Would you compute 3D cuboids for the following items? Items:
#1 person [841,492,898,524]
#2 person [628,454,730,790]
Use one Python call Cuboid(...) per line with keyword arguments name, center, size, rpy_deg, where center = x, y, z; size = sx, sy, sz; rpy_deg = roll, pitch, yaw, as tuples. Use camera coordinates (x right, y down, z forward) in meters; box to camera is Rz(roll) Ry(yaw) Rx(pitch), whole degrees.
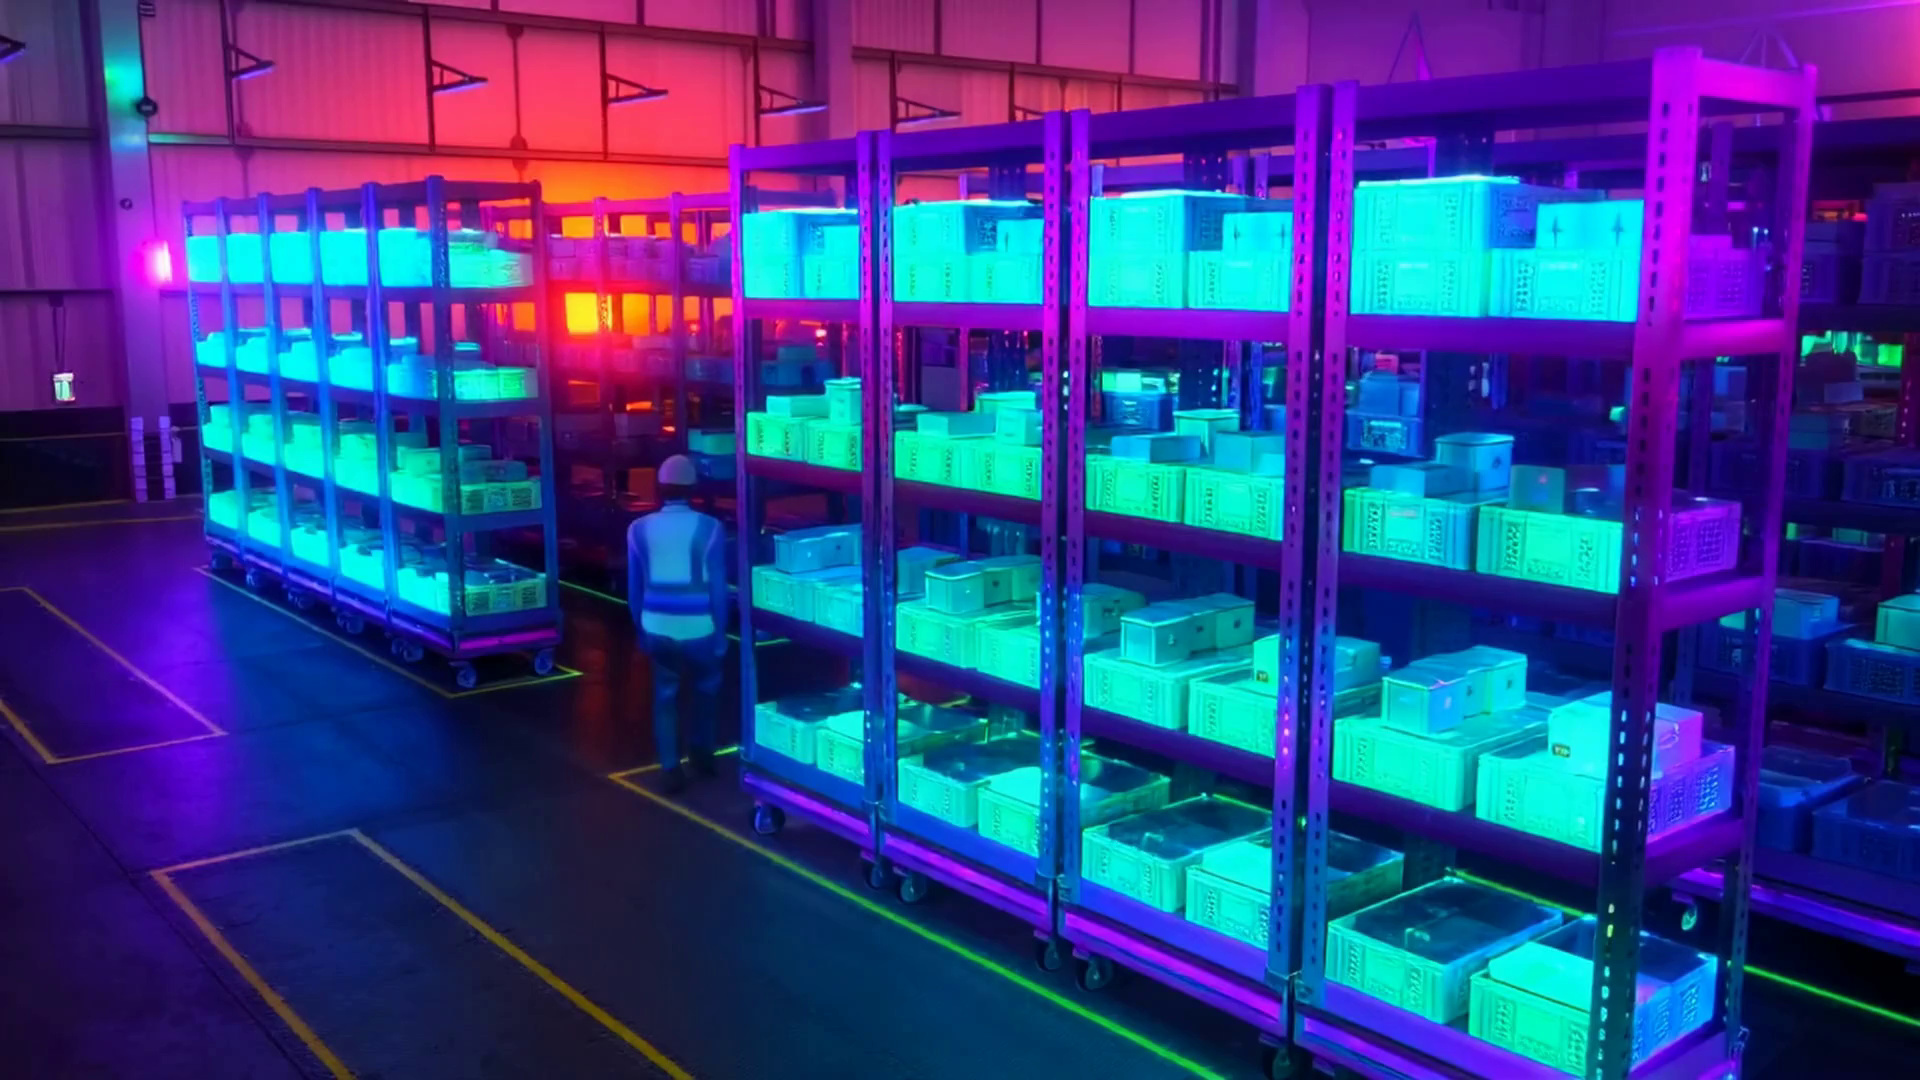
Cuboid(name="person", center=(-0.829, -0.400, 15.126), size=(0.601, 1.832, 0.430), rpy_deg=(-8, 12, -40))
Cuboid(name="person", center=(-1.604, 0.464, 9.631), size=(0.632, 1.926, 0.574), rpy_deg=(2, 10, 9))
